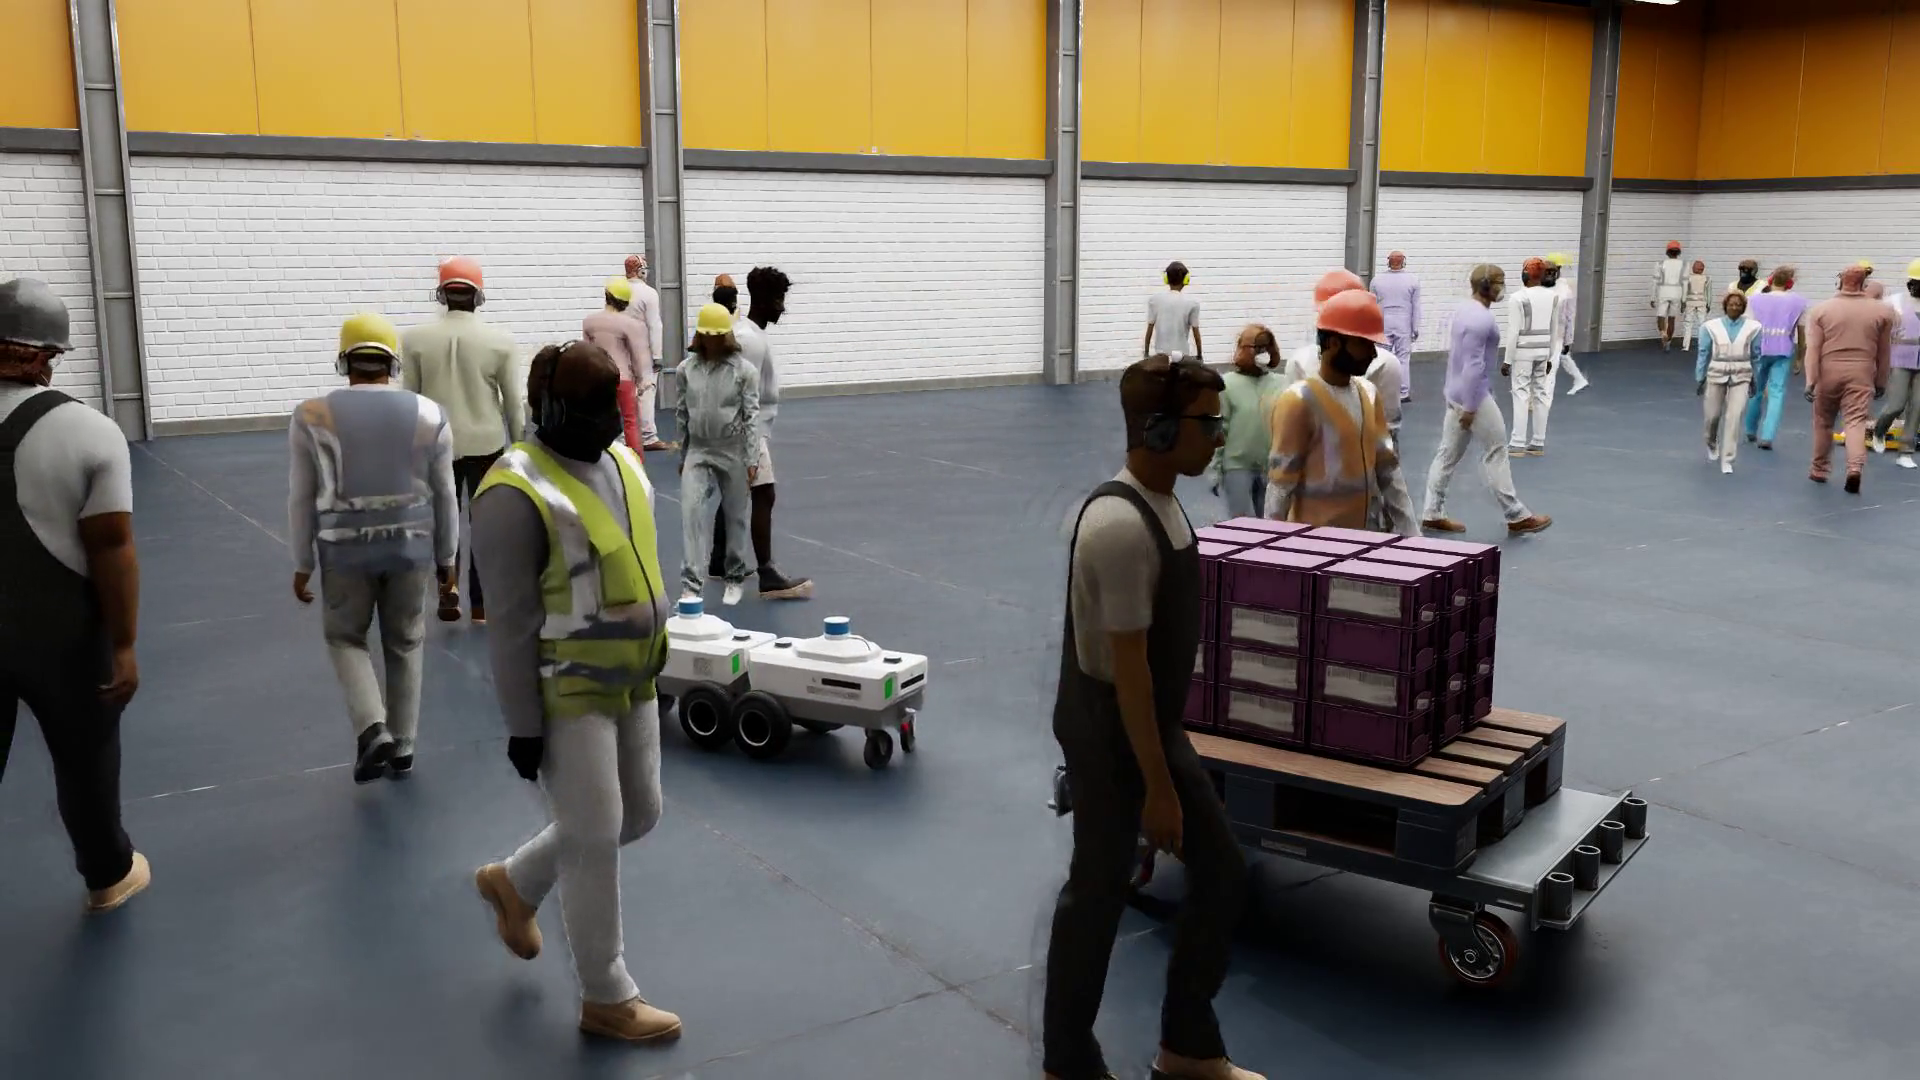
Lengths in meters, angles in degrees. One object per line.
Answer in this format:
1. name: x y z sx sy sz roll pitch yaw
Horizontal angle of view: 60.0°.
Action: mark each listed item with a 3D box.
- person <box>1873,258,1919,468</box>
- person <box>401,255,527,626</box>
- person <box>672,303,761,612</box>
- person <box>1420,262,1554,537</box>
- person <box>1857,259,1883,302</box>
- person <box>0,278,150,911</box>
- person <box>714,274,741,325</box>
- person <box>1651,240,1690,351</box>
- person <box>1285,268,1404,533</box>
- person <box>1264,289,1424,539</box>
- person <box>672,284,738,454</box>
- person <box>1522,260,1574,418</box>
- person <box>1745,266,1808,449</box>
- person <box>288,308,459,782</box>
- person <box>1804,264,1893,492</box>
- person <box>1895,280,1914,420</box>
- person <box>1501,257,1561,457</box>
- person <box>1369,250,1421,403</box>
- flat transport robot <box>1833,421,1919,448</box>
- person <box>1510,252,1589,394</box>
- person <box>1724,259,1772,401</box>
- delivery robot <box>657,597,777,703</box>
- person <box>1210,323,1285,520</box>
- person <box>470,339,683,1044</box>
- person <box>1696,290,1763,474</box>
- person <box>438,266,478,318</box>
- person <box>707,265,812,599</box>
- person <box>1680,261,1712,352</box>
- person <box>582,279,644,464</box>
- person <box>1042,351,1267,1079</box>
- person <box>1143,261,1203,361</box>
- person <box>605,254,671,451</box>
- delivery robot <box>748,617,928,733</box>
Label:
1. person: 8.622 -1.613 15.111 0.588 1.902 0.606 2 11 11
2. person: -2.619 -0.507 8.806 0.646 1.981 0.469 -1 10 -6
3. person: -1.360 -0.439 9.173 0.504 1.703 0.787 1 10 7
4. person: 3.695 -0.962 11.545 0.950 1.901 0.635 1 10 5
5. person: 13.083 -3.185 24.121 0.539 1.749 0.444 2 10 8
6. person: -2.701 0.213 4.703 0.728 2.000 1.061 -2 11 -12
7. person: -2.797 -2.376 20.015 0.271 1.631 0.507 4 11 22
8. person: 12.835 -4.405 30.072 0.610 2.023 0.698 3 11 16
9. person: 1.699 -0.245 7.500 0.544 1.939 0.365 5 12 27
10. person: 1.497 -0.003 6.355 1.034 1.867 0.546 9 14 41
11. person: -2.256 -1.512 15.213 0.870 1.656 0.548 1 10 4
12. person: 6.795 -2.350 19.366 0.628 1.815 0.863 4 11 20
13. person: 8.070 -1.813 16.523 0.585 1.784 1.007 4 11 22
14. person: -2.188 0.042 6.265 0.613 1.811 0.478 -5 12 -27
15. person: 7.332 -1.345 13.747 0.656 1.866 0.957 3 11 17
16. person: 10.267 -1.991 17.875 0.533 1.644 0.909 9 13 40
17. person: 5.398 -1.729 15.784 0.576 1.883 0.354 -4 11 -23
18. person: 5.467 -2.680 20.921 0.641 1.913 0.407 4 11 21
19. flat transport robot: 9.506 -1.063 16.551 1.431 0.197 0.652 -1 10 -8
20. person: 7.849 -2.844 21.907 0.970 1.886 0.588 3 11 15
21. person: 9.992 -2.658 21.097 0.930 1.808 0.634 -7 12 -34
22. delivery robot: -1.132 0.486 7.027 0.707 0.478 0.477 5 12 28
23. person: 1.580 -0.393 9.203 0.505 1.620 0.589 -3 11 -18
24. person: -1.042 0.384 4.368 0.650 1.829 0.632 4 11 20
25. person: 6.852 -1.425 14.844 0.523 1.618 0.634 5 11 23
26. person: -4.393 -1.531 14.709 0.367 1.894 0.705 -5 12 -26
27. person: -1.204 -0.639 9.736 0.538 1.925 0.779 -2 11 -12
28. person: 13.341 -4.229 30.161 0.523 1.638 0.310 3 11 16
29. person: -2.964 -1.380 14.326 0.531 1.726 0.521 2 11 12
30. person: 0.480 0.490 3.783 0.691 1.816 0.536 4 11 23
31. person: 2.020 -1.682 15.620 0.565 1.843 0.673 4 11 23
32. person: -3.135 -1.821 16.221 0.642 1.909 0.399 6 12 31
33. delivery robot: -0.490 0.552 6.666 0.707 0.478 0.477 5 12 28
